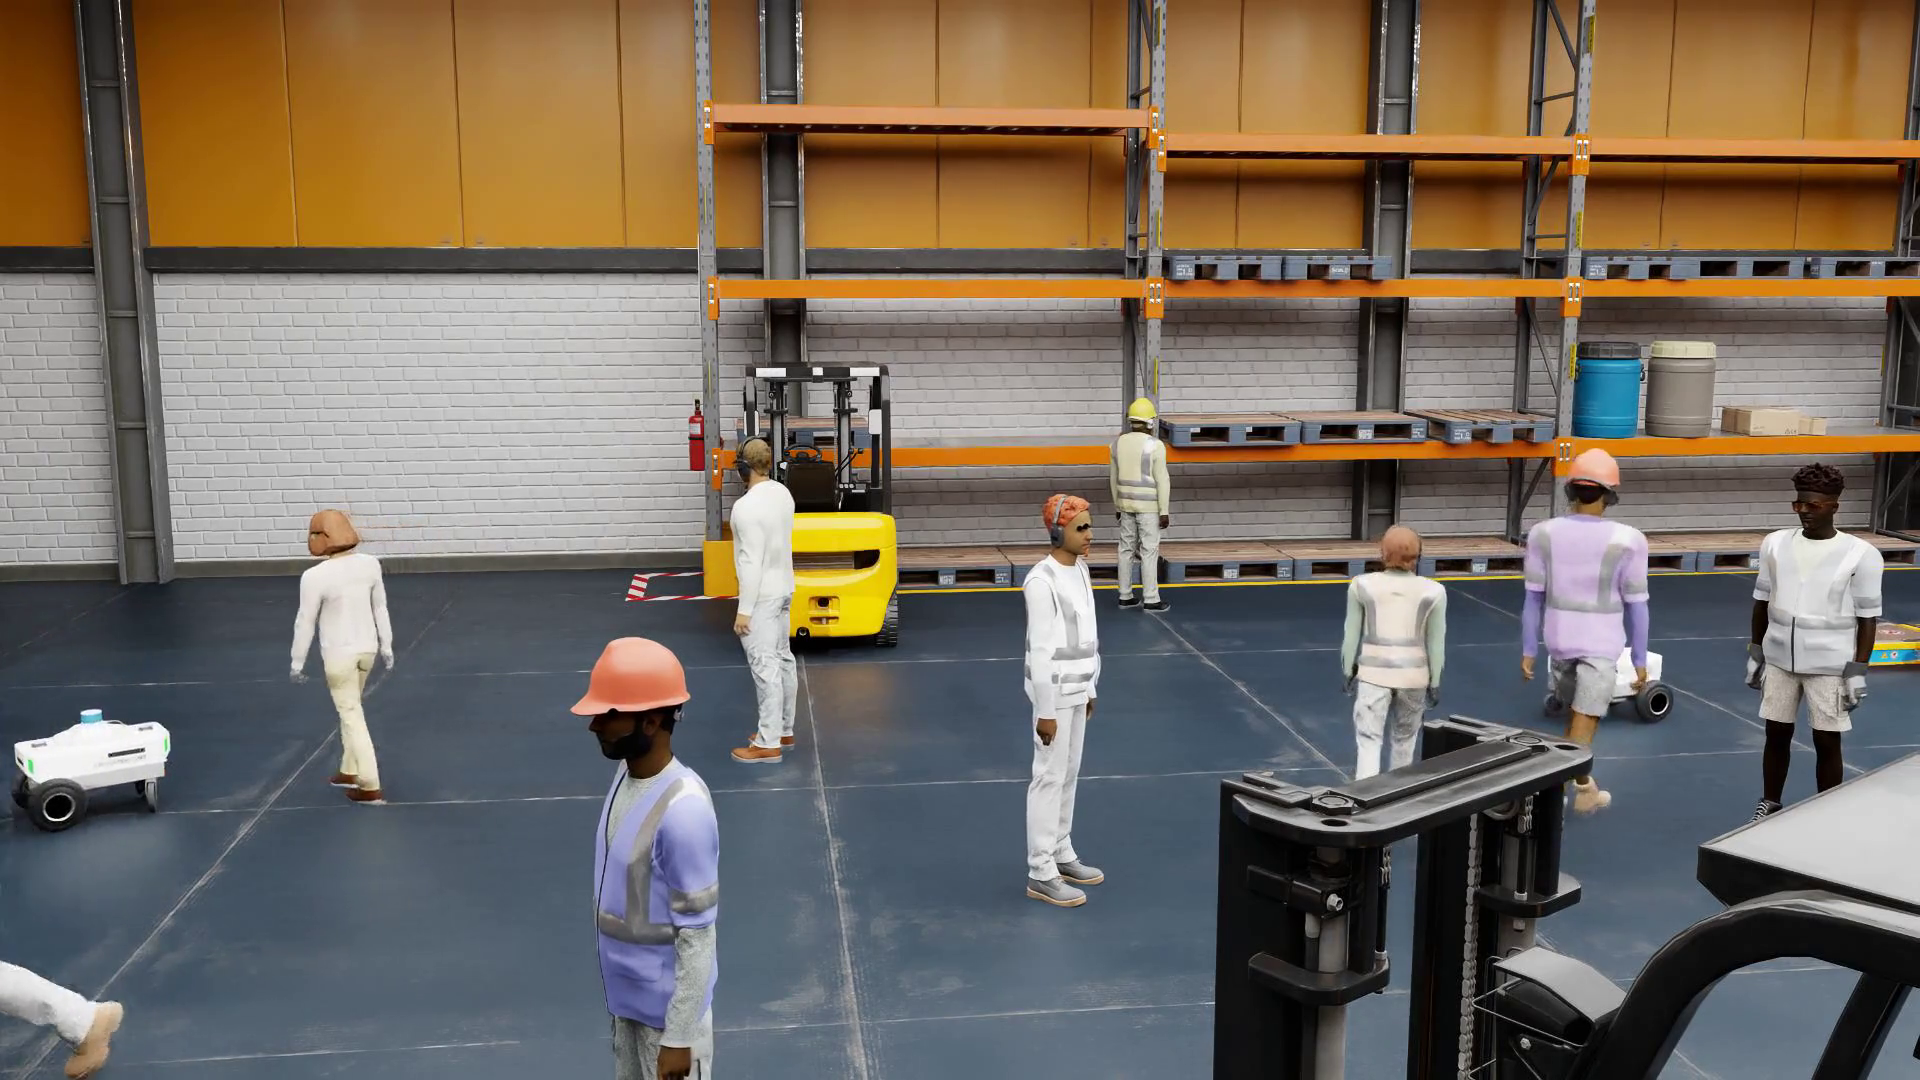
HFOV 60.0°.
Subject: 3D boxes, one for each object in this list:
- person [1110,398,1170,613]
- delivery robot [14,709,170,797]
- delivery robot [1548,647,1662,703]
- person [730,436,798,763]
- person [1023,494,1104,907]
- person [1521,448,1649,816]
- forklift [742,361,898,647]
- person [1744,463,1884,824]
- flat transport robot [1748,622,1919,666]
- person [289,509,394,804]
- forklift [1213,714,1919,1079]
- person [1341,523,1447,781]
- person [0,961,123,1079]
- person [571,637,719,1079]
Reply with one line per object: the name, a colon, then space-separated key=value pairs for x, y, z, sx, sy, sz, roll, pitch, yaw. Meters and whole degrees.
person: x=1.555 y=-0.295 z=14.197 sx=0.590 sy=1.837 sz=0.403 roll=9 pitch=12 yaw=43
delivery robot: x=-4.620 y=1.149 z=8.881 sx=0.707 sy=0.478 sz=0.477 roll=-7 pitch=12 yaw=-39
delivery robot: x=4.175 y=0.845 z=10.780 sx=0.707 sy=0.478 sz=0.477 roll=-3 pitch=10 yaw=-19
person: x=-1.171 y=0.354 z=9.839 sx=0.379 sy=1.937 sz=0.629 roll=3 pitch=9 yaw=16
person: x=0.477 y=0.725 z=7.686 sx=0.345 sy=1.882 sz=0.584 roll=4 pitch=10 yaw=22
person: x=3.178 y=0.530 z=8.528 sx=0.615 sy=2.006 sz=1.026 roll=9 pitch=13 yaw=43
forklift: x=-1.154 y=-0.340 z=13.365 sx=1.214 sy=2.155 sz=2.313 roll=-1 pitch=9 yaw=-7
person: x=4.201 y=0.593 z=8.250 sx=0.362 sy=1.965 sz=0.611 roll=-7 pitch=12 yaw=-38
flat transport robot: x=6.702 y=0.783 z=12.338 sx=1.431 sy=0.197 sz=0.652 roll=-1 pitch=9 yaw=-8
person: x=-3.412 y=0.630 z=9.090 sx=0.658 sy=1.605 sz=0.527 roll=5 pitch=10 yaw=29
forklift: x=1.441 y=1.425 z=2.350 sx=1.214 sy=2.155 sz=2.313 roll=-7 pitch=12 yaw=-39
person: x=2.209 y=0.727 z=8.495 sx=0.522 sy=1.612 sz=0.713 roll=2 pitch=9 yaw=13
person: x=-3.391 y=1.092 z=5.645 sx=0.823 sy=1.815 sz=0.630 roll=-8 pitch=12 yaw=-40
person: x=-0.838 y=1.211 z=4.481 sx=0.356 sy=1.938 sz=0.543 roll=-5 pitch=11 yaw=-30
